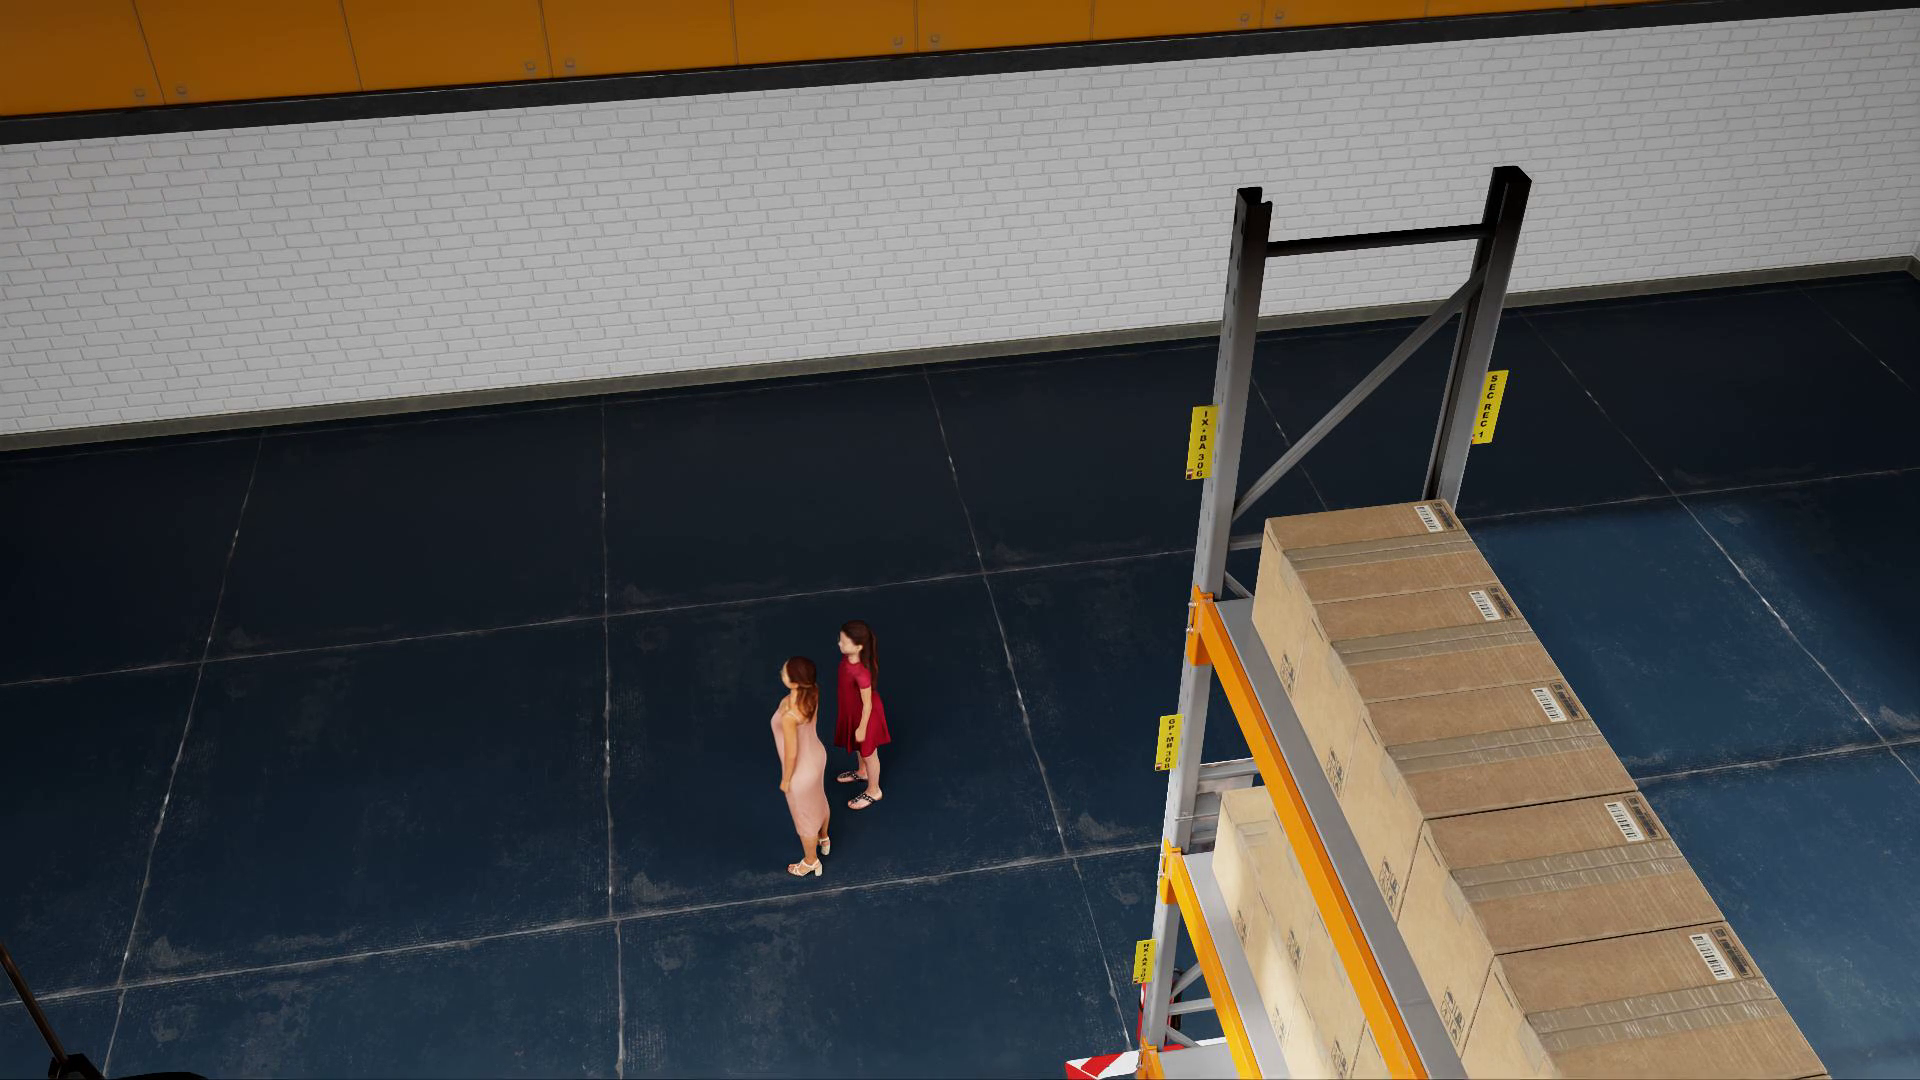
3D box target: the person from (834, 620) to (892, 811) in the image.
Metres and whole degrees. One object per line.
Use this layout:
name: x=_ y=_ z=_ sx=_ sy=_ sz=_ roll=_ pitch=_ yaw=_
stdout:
person: x=-0.658 y=1.126 z=11.045 sx=0.643 sy=1.554 sz=0.586 roll=-13 pitch=40 yaw=-16

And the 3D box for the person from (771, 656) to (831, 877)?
person: x=-0.976 y=1.414 z=10.463 sx=0.714 sy=1.830 sz=0.599 roll=12 pitch=40 yaw=14
